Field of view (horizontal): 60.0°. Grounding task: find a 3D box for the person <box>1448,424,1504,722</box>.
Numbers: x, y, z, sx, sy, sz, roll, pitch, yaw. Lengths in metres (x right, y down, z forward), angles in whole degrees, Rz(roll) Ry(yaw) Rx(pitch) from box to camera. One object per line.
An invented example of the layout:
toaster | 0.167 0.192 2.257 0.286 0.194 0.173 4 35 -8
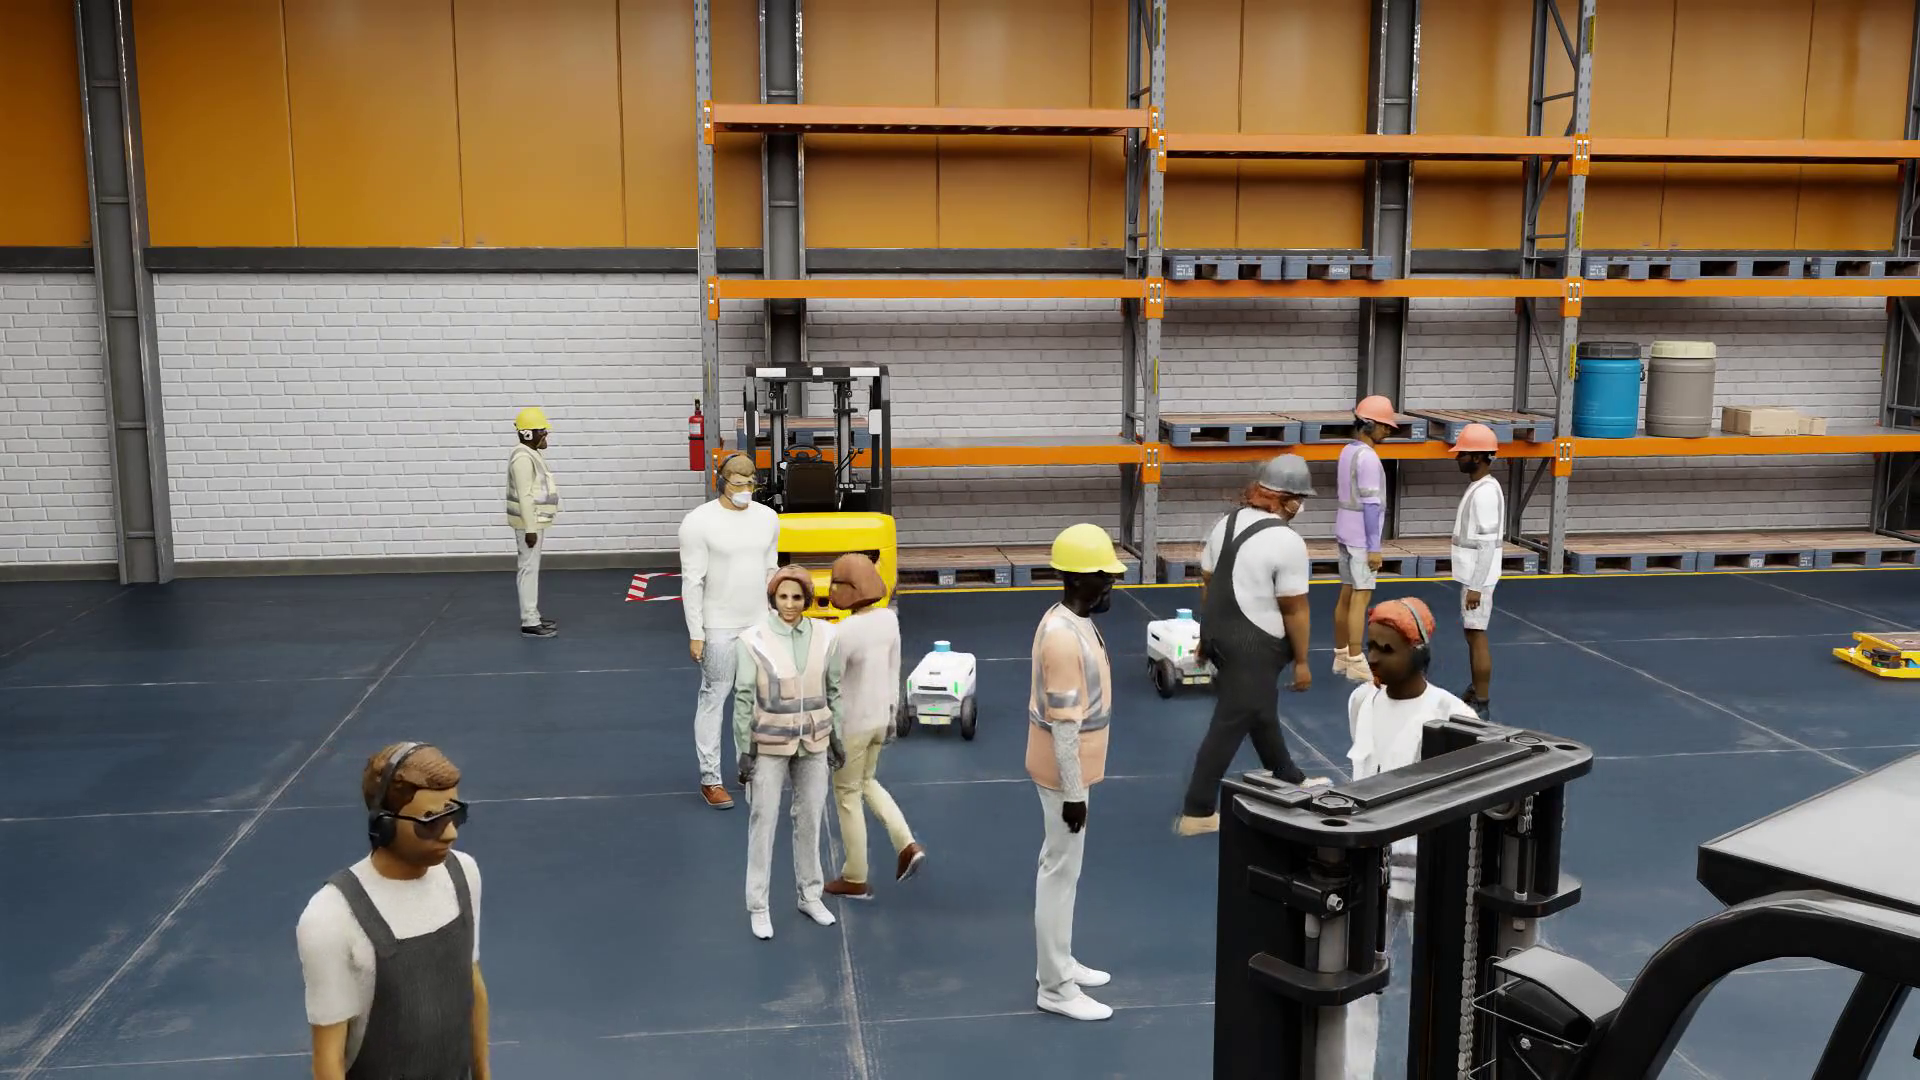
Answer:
person | 3.273 0.223 10.649 0.359 1.936 0.552 2 9 14

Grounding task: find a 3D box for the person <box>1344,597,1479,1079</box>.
person | 1.537 1.090 5.507 0.856 1.861 0.577 -6 11 -31

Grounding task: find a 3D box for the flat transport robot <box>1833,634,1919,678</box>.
flat transport robot | 7.219 0.827 12.068 1.431 0.197 0.652 0 9 0

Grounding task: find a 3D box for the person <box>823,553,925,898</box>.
person | -0.440 0.863 7.623 0.404 1.620 0.505 6 11 33

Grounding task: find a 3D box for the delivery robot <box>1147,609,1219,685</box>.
delivery robot | 1.554 0.722 11.543 0.477 0.478 0.707 -2 9 -11

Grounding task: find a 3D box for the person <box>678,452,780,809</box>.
person | -1.223 0.478 9.074 0.627 1.934 0.372 -8 12 -41

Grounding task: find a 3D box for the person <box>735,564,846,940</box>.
person | -0.741 0.912 7.287 0.516 1.636 0.314 -5 10 -28

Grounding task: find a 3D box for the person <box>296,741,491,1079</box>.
person | -1.281 1.358 3.885 0.365 1.832 0.524 5 10 28

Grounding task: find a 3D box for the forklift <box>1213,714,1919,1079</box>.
forklift | 1.441 1.425 2.350 1.214 2.155 2.313 -7 12 -39

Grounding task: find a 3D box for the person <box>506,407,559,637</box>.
person | -3.411 -0.149 13.294 0.404 1.834 0.592 -2 9 -10

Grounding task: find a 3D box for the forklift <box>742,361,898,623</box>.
forklift | -1.154 -0.340 13.365 1.214 2.155 2.313 -1 9 -7

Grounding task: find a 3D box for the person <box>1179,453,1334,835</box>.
person | 1.559 0.498 8.612 1.012 2.000 0.687 -3 10 -20

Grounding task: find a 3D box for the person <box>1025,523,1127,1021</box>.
person | 0.451 0.889 6.524 0.379 1.928 0.585 1 9 7

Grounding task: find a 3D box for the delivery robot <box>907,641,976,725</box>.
delivery robot | -0.110 0.884 10.537 0.477 0.478 0.707 2 9 9

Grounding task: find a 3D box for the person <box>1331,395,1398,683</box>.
person | 2.870 -0.007 11.789 0.398 2.033 0.605 -1 9 -4
